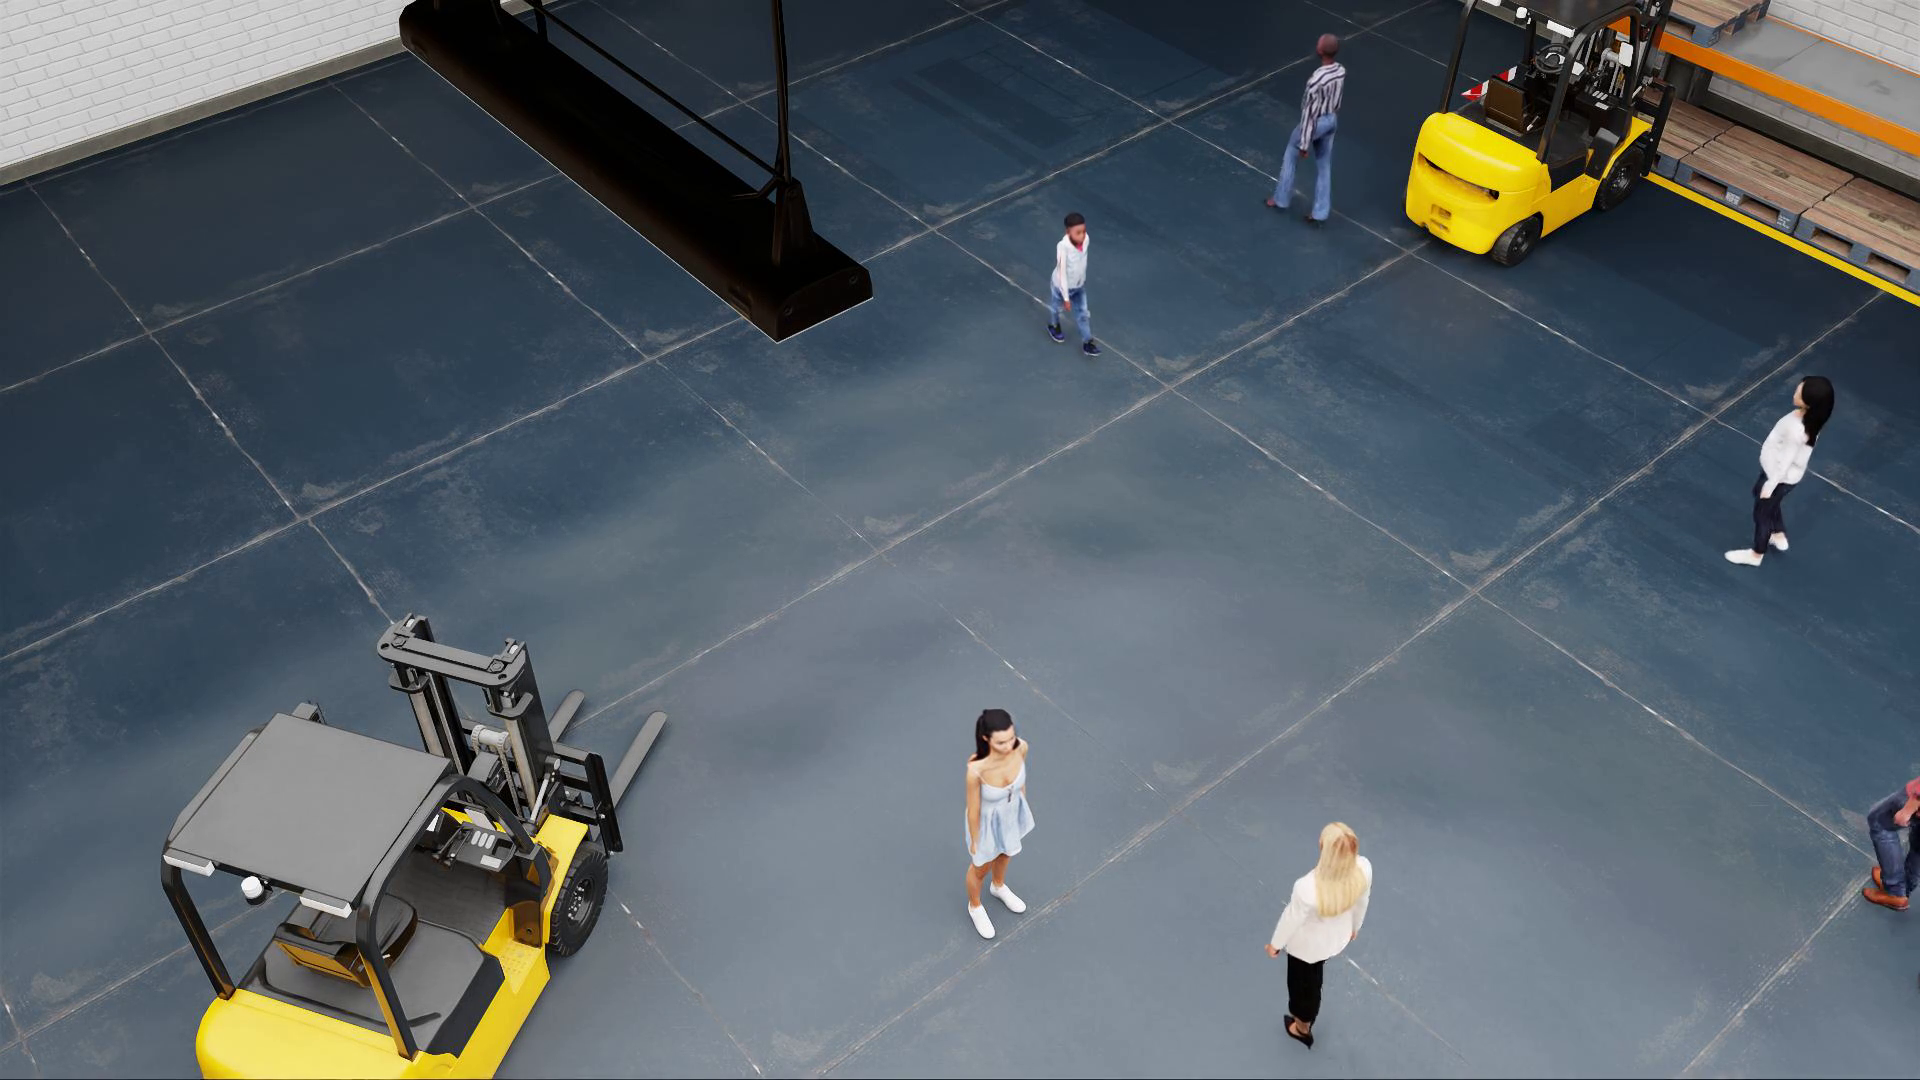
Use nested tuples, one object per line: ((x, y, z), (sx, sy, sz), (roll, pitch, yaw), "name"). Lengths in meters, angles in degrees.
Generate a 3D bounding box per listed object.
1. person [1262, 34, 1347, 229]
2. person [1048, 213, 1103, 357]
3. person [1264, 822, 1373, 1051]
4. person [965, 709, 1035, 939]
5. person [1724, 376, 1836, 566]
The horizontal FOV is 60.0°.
((3.168, -3.494, 14.439), (0.680, 1.770, 0.876), (-32, 52, -29), "person")
((0.844, -2.093, 13.363), (0.576, 1.226, 0.889), (-22, 48, -21), "person")
((1.873, 2.114, 8.494), (0.707, 1.850, 0.701), (-19, 47, -19), "person")
((0.193, 1.532, 9.192), (0.579, 1.730, 0.518), (-31, 52, -28), "person")
((5.622, -0.455, 11.308), (0.764, 1.688, 0.769), (31, 52, 28), "person")
